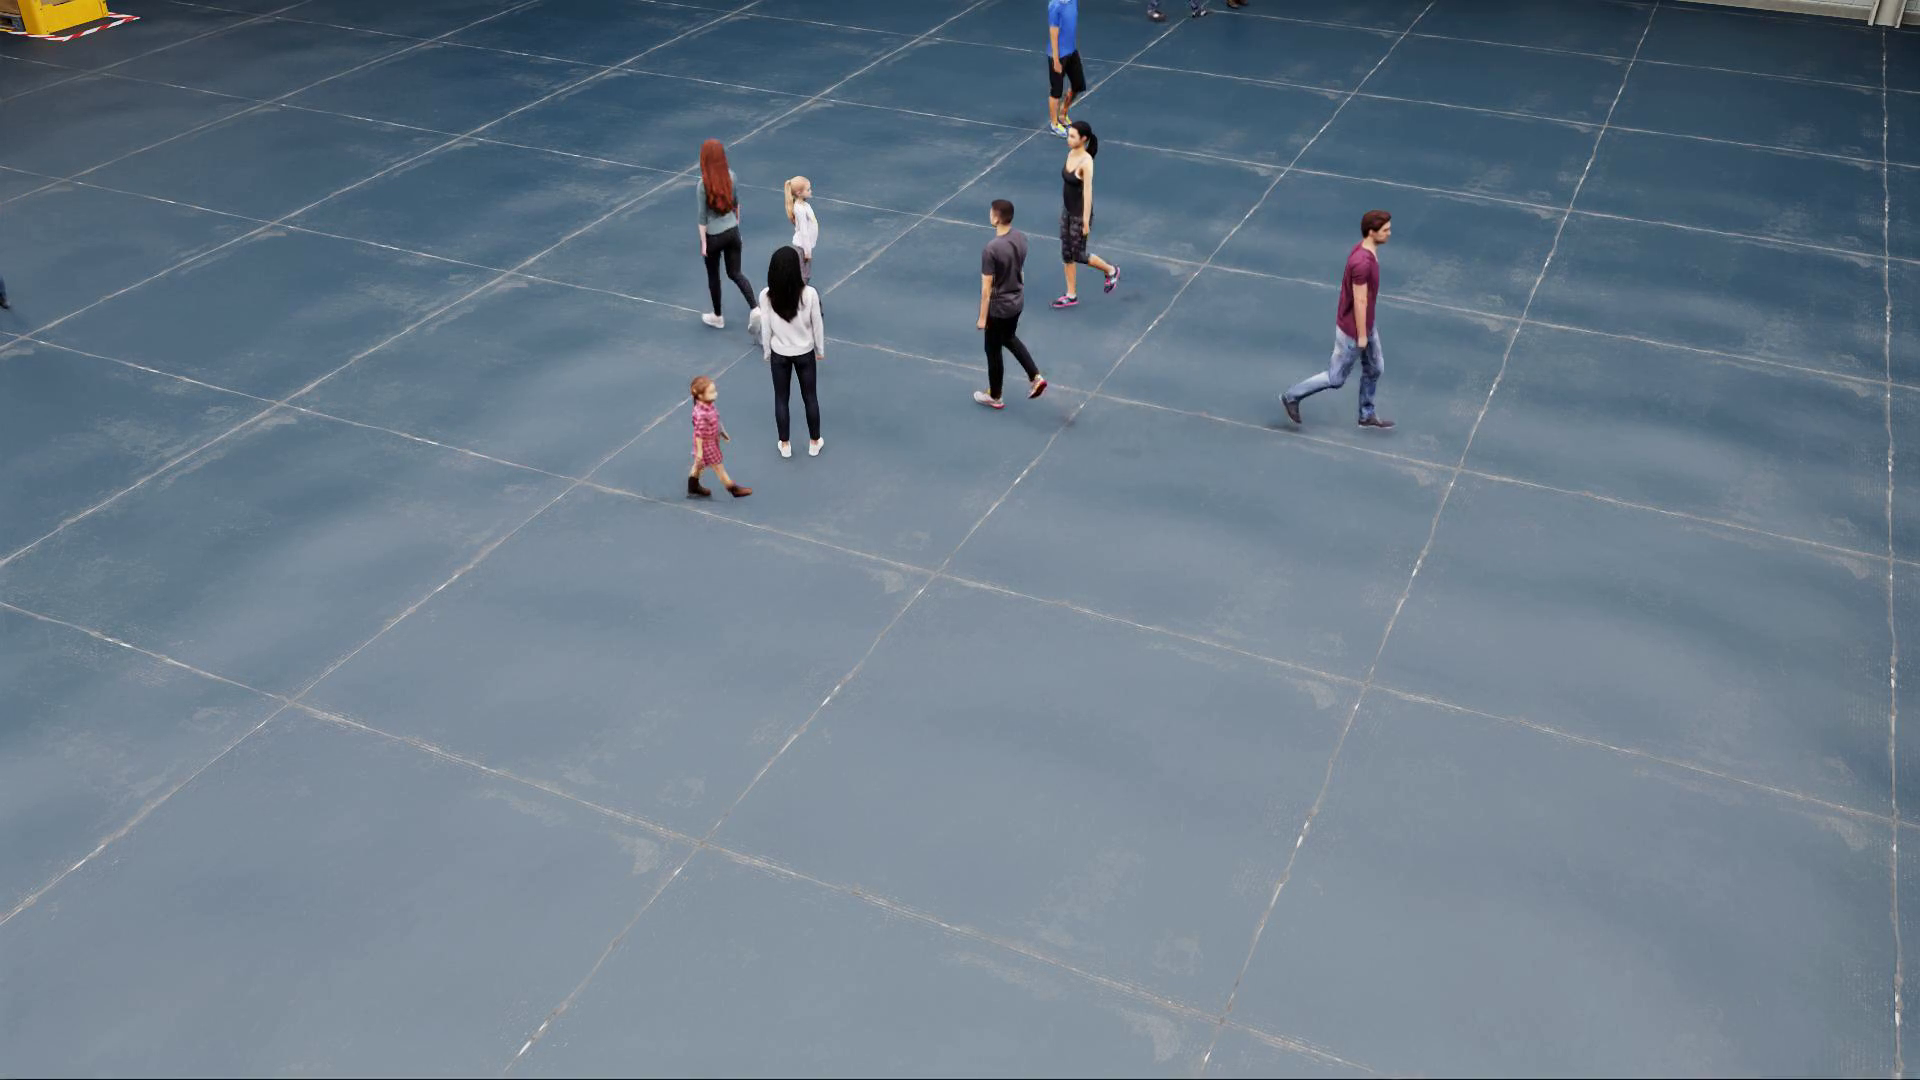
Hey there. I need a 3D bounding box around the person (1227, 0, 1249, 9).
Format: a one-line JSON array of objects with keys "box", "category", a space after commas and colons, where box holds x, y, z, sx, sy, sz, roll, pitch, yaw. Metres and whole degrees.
[{"box": [4.019, -8.501, 23.833, 0.722, 1.634, 0.712, 28, 41, 36], "category": "person"}]

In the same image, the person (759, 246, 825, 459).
[{"box": [-1.264, -1.412, 12.535, 0.651, 1.699, 0.764, -2, 32, -3], "category": "person"}]

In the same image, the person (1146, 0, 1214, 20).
[{"box": [2.931, -8.116, 23.048, 1.176, 1.821, 0.696, 11, 34, 17], "category": "person"}]

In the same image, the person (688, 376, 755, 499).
[{"box": [-1.887, -0.738, 12.123, 0.778, 0.999, 0.560, 5, 33, 7], "category": "person"}]

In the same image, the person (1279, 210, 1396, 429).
[{"box": [2.950, -1.648, 12.804, 1.144, 1.812, 0.693, 11, 34, 17], "category": "person"}]

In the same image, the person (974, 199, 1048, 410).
[{"box": [0.409, -1.815, 13.124, 0.901, 1.752, 0.733, 21, 38, 29], "category": "person"}]

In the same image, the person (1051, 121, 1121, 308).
[{"box": [1.138, -2.910, 14.901, 0.943, 1.709, 0.894, -12, 34, -18], "category": "person"}]

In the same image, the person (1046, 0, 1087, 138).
[{"box": [1.094, -5.540, 18.930, 0.696, 1.858, 0.712, 24, 40, 33], "category": "person"}]

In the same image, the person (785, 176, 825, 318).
[{"box": [-1.402, -2.636, 14.869, 0.623, 1.279, 0.578, -4, 32, -7], "category": "person"}]

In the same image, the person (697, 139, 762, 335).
[{"box": [-1.994, -2.563, 14.341, 0.858, 1.719, 1.107, -26, 41, -35], "category": "person"}]
